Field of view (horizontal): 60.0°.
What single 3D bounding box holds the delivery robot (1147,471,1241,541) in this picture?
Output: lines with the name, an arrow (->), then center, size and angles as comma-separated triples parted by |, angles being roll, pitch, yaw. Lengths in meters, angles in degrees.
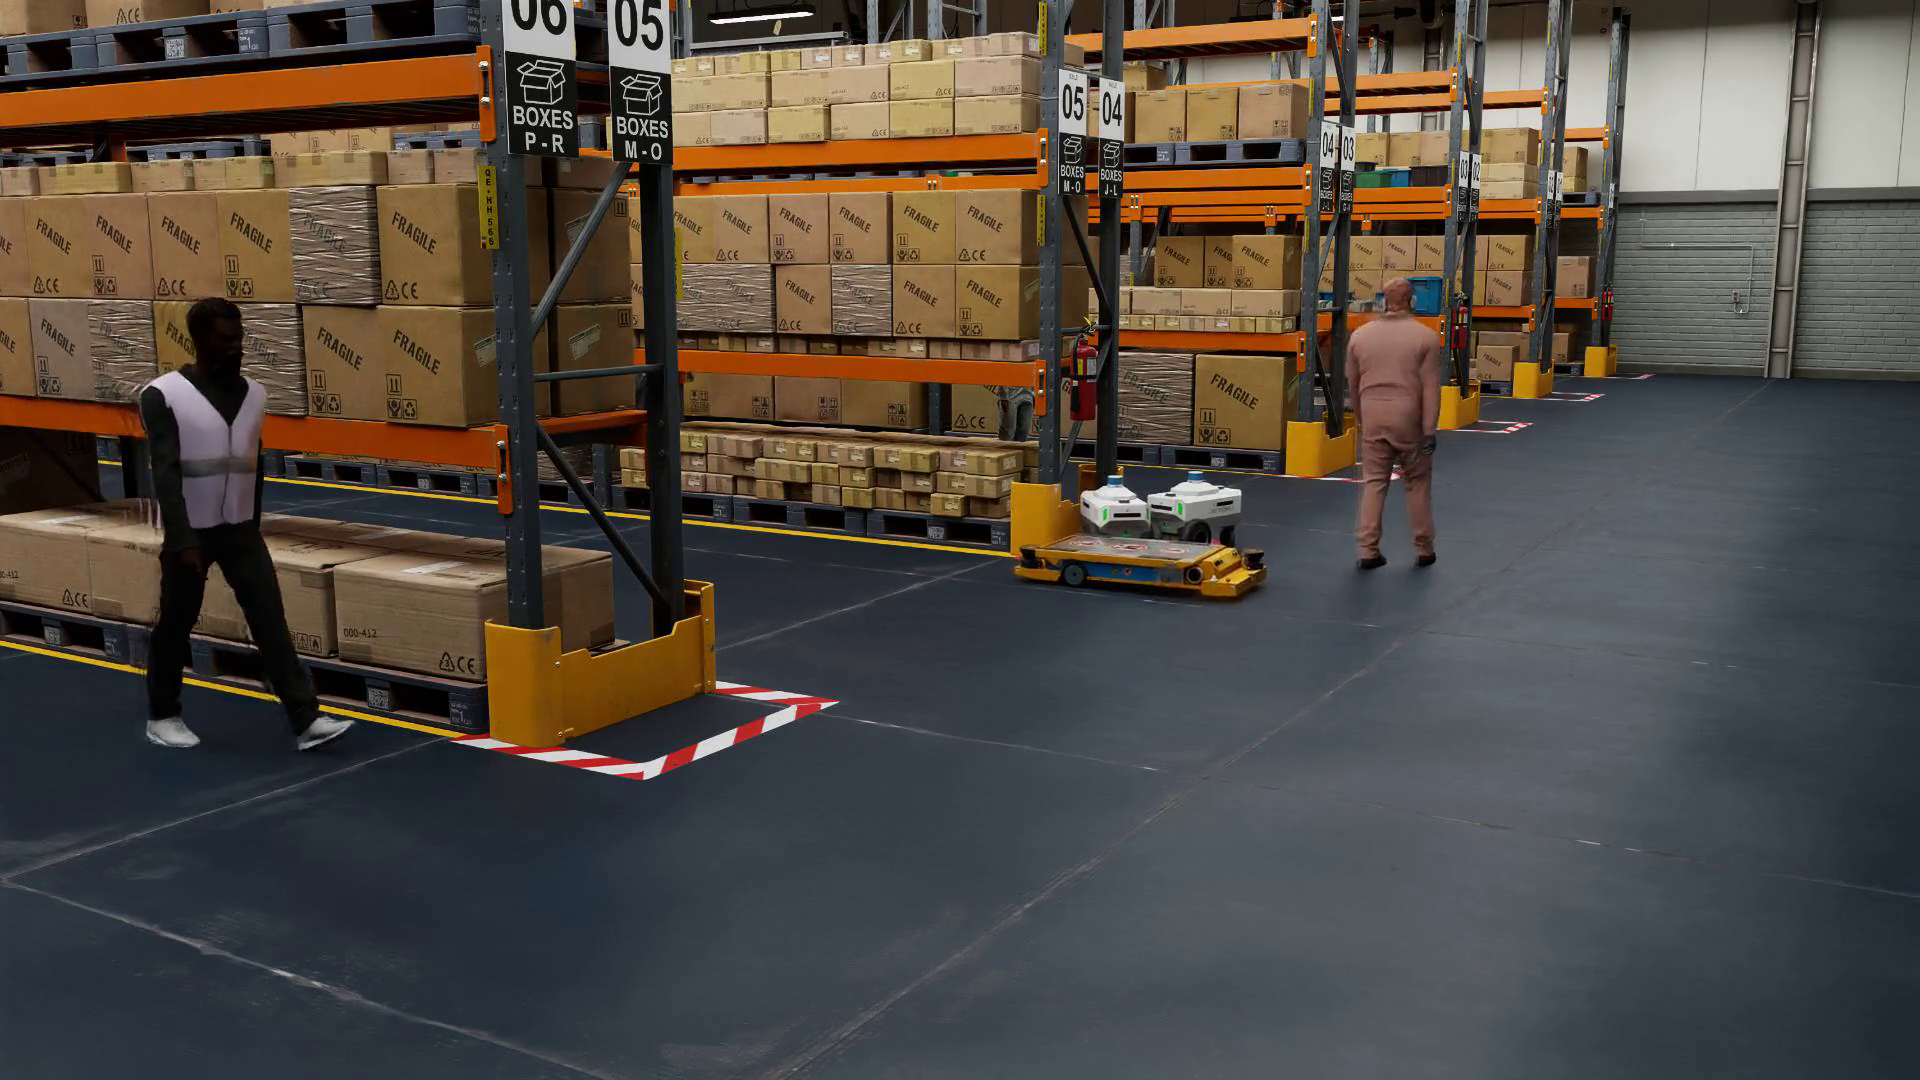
delivery robot -> 1.607, -0.228, 11.390 | 0.707, 0.478, 0.477 | -9, 13, -43

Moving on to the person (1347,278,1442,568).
person -> 2.832, -0.755, 10.861 | 0.674, 1.877, 0.644 | 7, 12, 37

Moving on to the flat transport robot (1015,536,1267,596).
flat transport robot -> 1.123, 0.141, 10.331 | 1.431, 0.197, 0.652 | 5, 11, 26

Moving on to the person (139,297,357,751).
person -> -2.992, -0.039, 6.741 | 1.019, 1.863, 0.612 | 5, 11, 27

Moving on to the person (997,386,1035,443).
person -> 0.497, -1.225, 14.029 | 0.297, 1.744, 0.487 | 7, 12, 37

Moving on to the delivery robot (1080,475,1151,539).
delivery robot -> 1.037, -0.191, 11.170 | 0.477, 0.478, 0.707 | -1, 10, -9

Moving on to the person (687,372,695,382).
person -> -3.147, -1.833, 17.838 | 0.874, 1.657, 0.536 | 7, 12, 34
